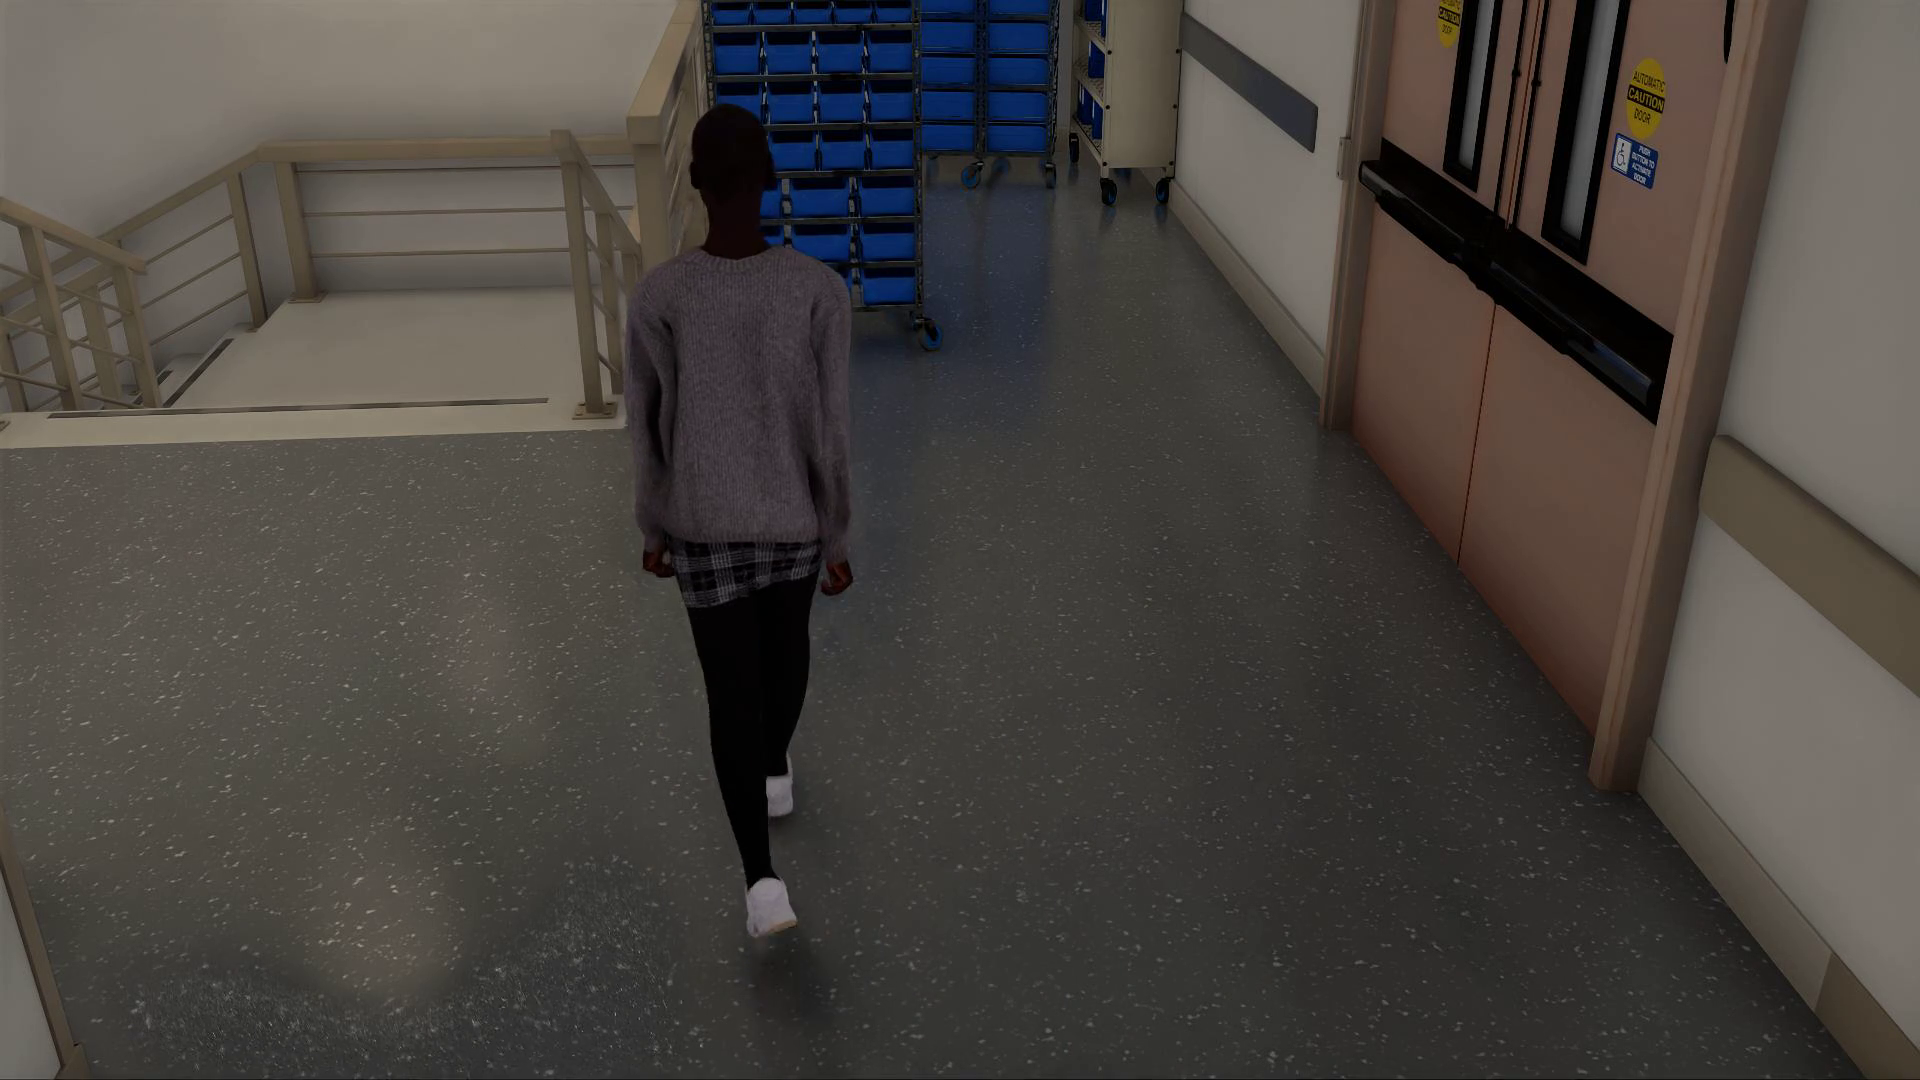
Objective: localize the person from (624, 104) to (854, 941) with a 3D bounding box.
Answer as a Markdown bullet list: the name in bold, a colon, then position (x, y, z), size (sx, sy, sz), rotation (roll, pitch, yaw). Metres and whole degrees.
- **person**: position (-0.434, 0.022, 3.482), size (0.676, 1.739, 1.157), rotation (-5, 26, -10)
